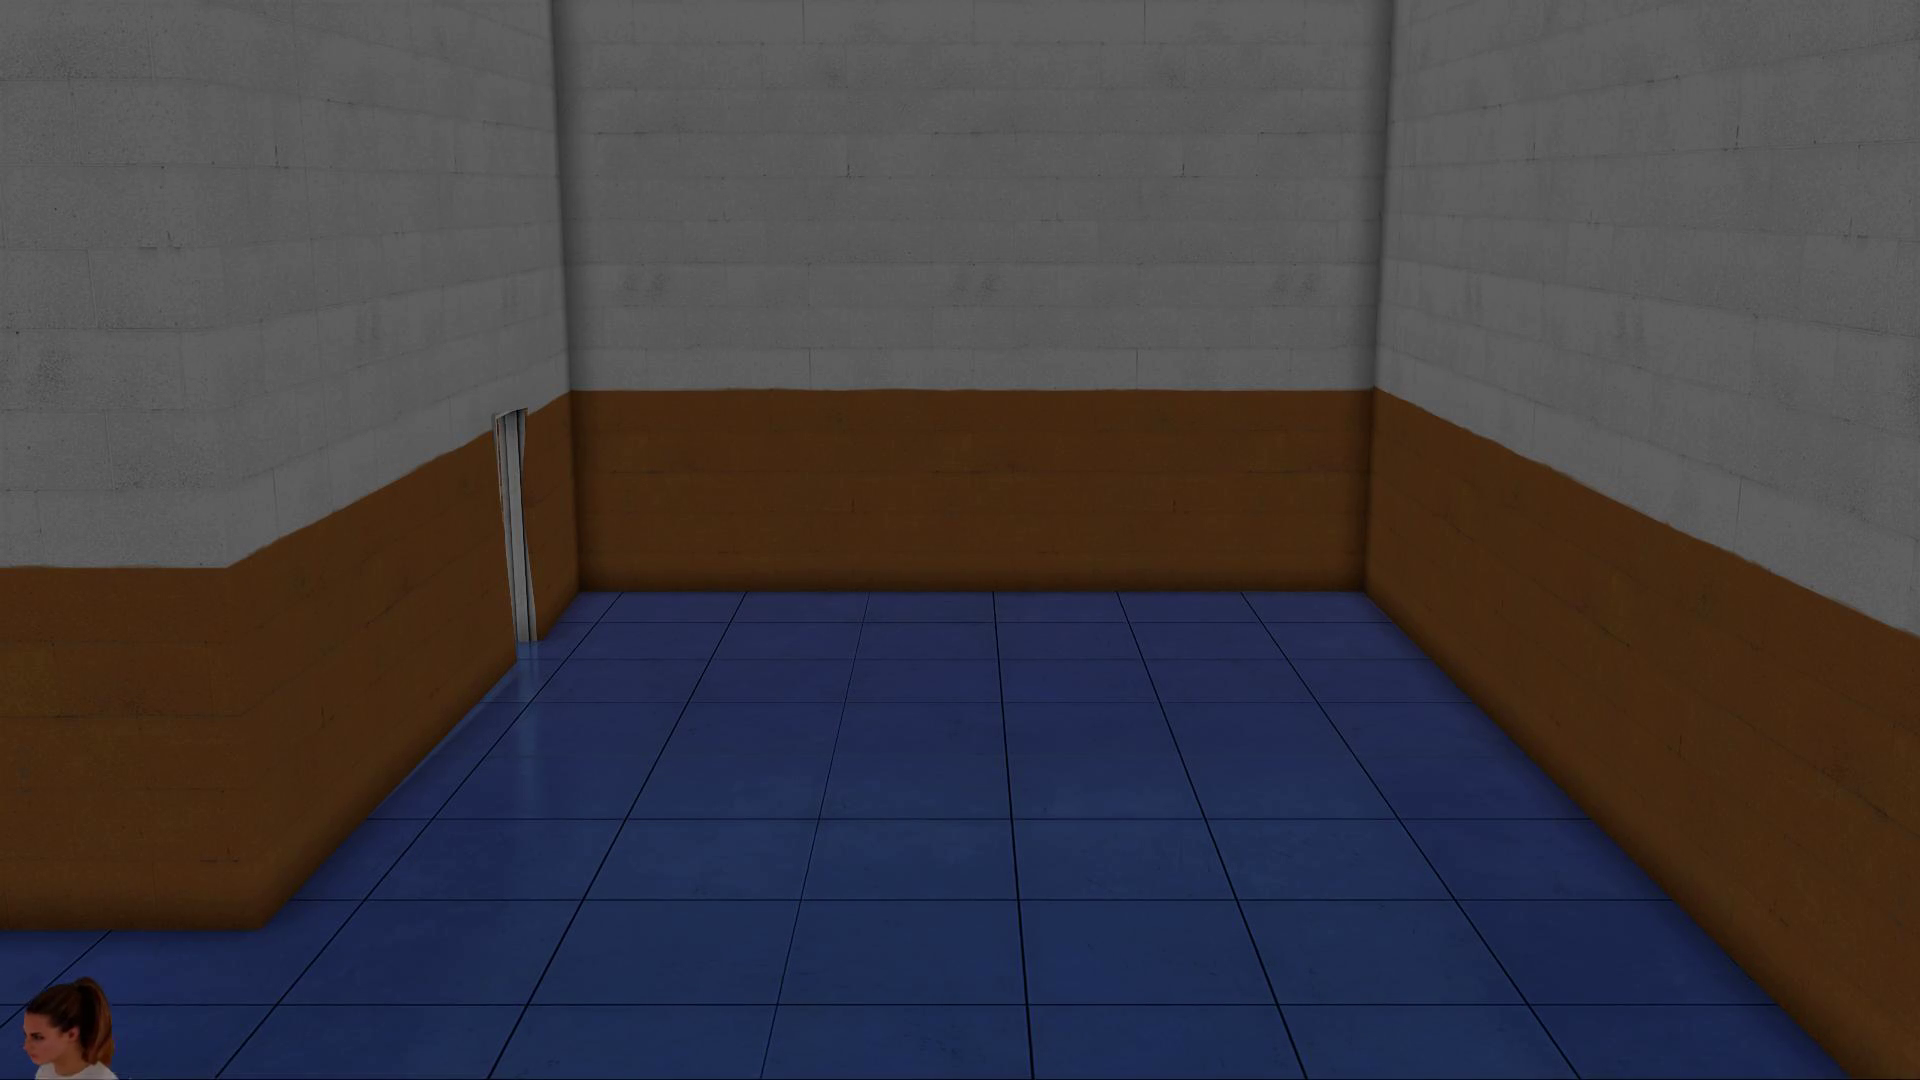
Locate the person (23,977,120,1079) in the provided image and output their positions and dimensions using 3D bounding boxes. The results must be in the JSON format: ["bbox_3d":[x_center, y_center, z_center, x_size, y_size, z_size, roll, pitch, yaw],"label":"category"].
[{"bbox_3d":[-2.872,2.281,5.625,0.757,1.704,0.826,7,14,31],"label":"person"}]
